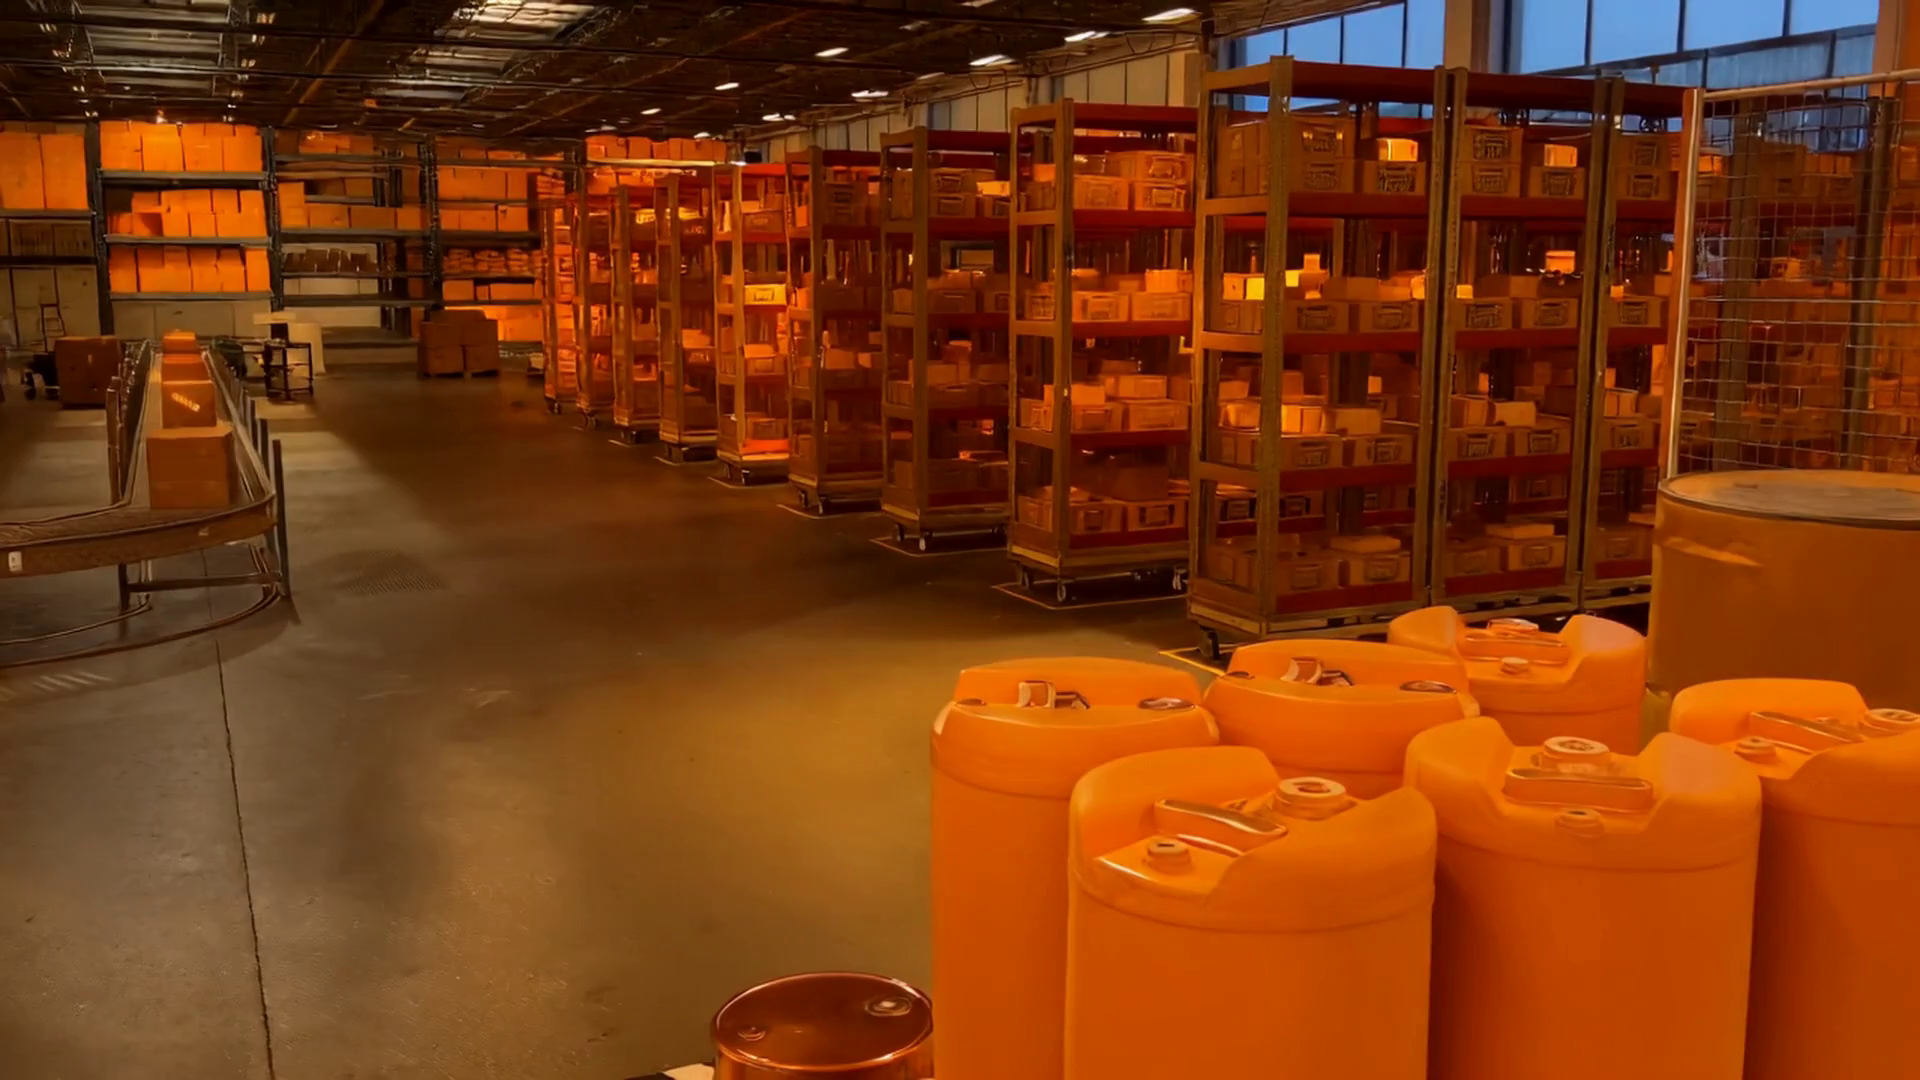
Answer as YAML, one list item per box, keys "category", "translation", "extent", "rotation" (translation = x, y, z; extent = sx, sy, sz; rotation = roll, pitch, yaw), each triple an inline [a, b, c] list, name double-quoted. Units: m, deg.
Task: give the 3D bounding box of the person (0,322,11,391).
- category: "person"
  translation: [-19.435, -3.846, 33.522]
  extent: [0.531, 1.719, 0.801]
  rotation: [-3, 10, -20]

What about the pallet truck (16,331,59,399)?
- category: "pallet truck"
  translation: [-17.082, -3.353, 31.781]
  extent: [1.630, 1.274, 0.653]
  rotation: [-4, 10, -25]

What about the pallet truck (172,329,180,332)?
- category: "pallet truck"
  translation: [-17.275, -3.851, 35.096]
  extent: [1.601, 1.201, 0.680]
  rotation: [0, 9, 1]

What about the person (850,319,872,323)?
- category: "person"
  translation: [-2.590, -5.423, 42.791]
  extent: [0.619, 1.883, 1.017]
  rotation: [-4, 10, -23]

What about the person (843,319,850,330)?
- category: "person"
  translation: [-2.233, -3.532, 30.769]
  extent: [0.393, 1.985, 0.610]
  rotation: [9, 13, 44]

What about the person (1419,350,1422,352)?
- category: "person"
  translation: [5.620, -1.820, 20.753]
  extent: [0.600, 1.788, 0.997]
  rotation: [-4, 10, -24]

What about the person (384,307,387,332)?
- category: "person"
  translation: [-20.954, -8.231, 60.672]
  extent: [0.294, 1.744, 0.487]
  rotation: [-6, 11, -33]
